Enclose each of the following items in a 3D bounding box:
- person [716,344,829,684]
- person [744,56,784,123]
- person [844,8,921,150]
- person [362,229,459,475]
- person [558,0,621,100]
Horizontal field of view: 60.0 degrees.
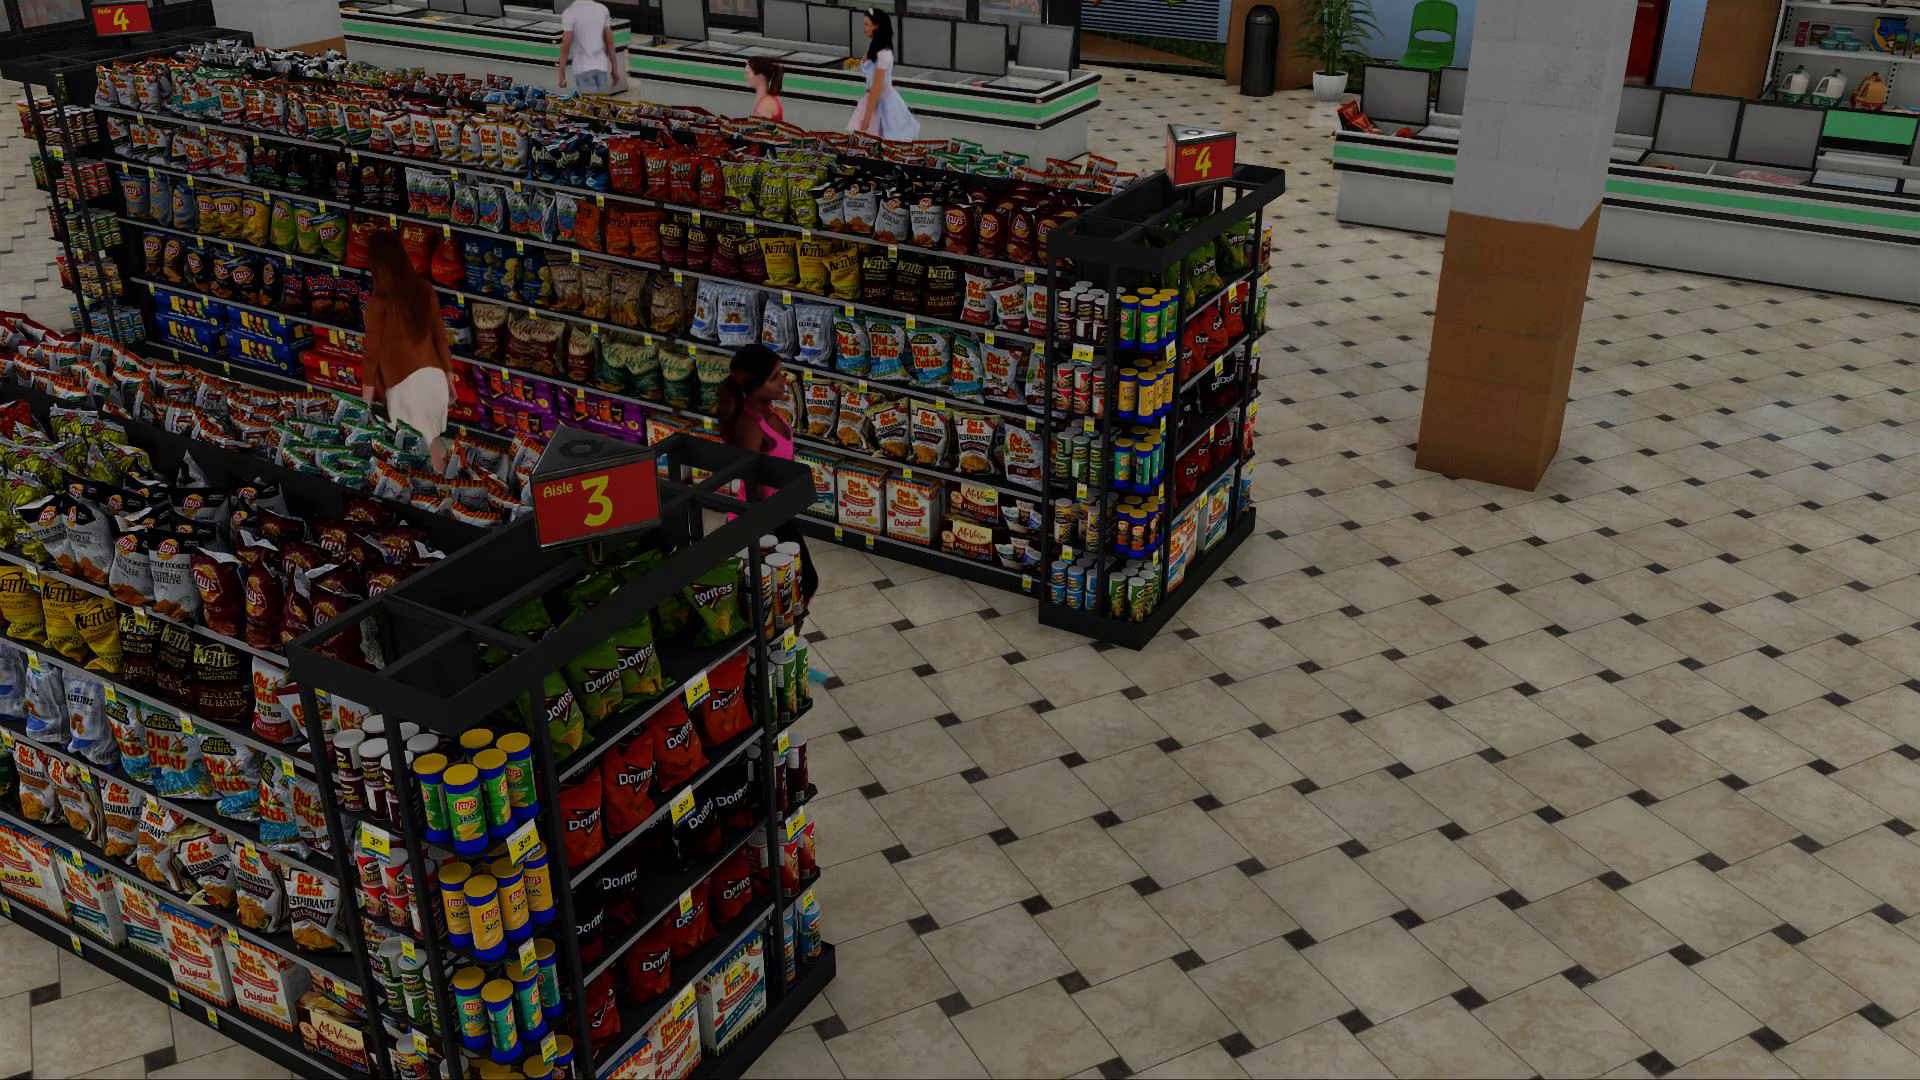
[{"bbox_3d":[-0.958,-0.054,7.284,0.771,1.706,0.697,4,27,9],"label":"person"},{"bbox_3d":[-1.340,-2.778,12.625,0.778,1.733,0.721,5,27,9],"label":"person"},{"bbox_3d":[-0.574,-3.558,14.118,1.159,1.775,1.157,-10,28,-18],"label":"person"},{"bbox_3d":[-2.774,-0.750,8.659,0.619,1.702,0.636,13,30,24],"label":"person"},{"bbox_3d":[-3.424,-4.383,15.699,1.147,1.817,0.828,22,34,36],"label":"person"}]
